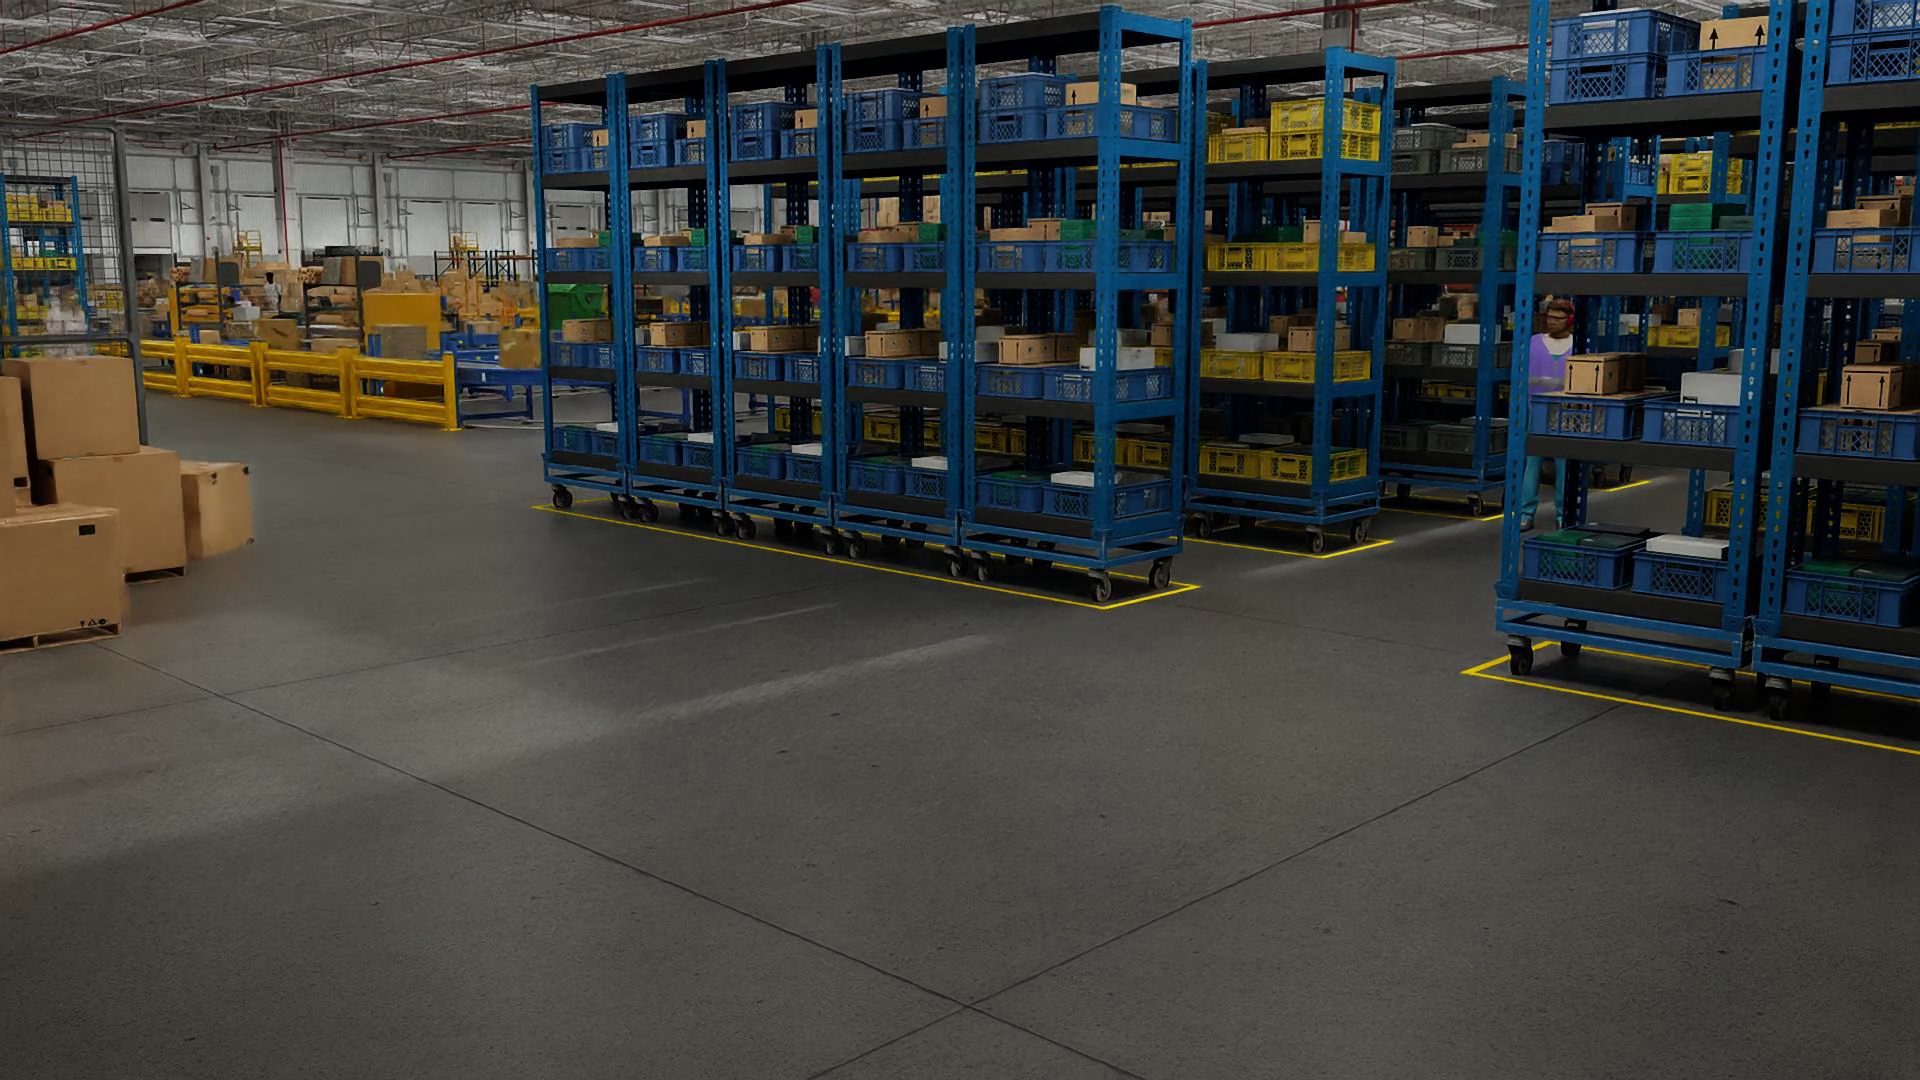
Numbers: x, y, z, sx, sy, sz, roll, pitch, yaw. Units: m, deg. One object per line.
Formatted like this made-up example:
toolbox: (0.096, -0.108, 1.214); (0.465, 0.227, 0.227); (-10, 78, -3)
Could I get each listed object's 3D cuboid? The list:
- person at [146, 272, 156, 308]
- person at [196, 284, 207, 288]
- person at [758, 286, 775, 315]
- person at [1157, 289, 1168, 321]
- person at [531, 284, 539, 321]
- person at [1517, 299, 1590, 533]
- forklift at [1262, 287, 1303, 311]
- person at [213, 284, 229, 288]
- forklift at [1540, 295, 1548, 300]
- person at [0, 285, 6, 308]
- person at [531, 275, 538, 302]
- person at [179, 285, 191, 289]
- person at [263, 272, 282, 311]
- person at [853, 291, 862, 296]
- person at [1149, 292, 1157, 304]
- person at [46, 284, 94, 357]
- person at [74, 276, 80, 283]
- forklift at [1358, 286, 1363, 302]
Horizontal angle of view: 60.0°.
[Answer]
person: (-39.464, -12.108, 81.168); (0.465, 1.910, 0.606); (-1, 9, -8)
person: (-36.974, -12.074, 80.993); (0.573, 1.888, 0.962); (0, 9, 0)
person: (-5.719, -6.776, 49.389); (0.566, 1.595, 0.582); (2, 9, 10)
person: (4.557, -4.695, 36.205); (0.526, 1.746, 0.547); (6, 11, 31)
person: (-15.339, -8.814, 60.973); (0.550, 1.913, 0.866); (7, 11, 35)
person: (4.657, -0.963, 13.038); (0.563, 1.838, 0.389); (4, 10, 22)
forklift: (10.769, -8.203, 54.240); (1.129, 2.768, 1.873); (8, 12, 42)
person: (-26.509, -8.634, 59.766); (0.552, 1.936, 0.358); (-3, 10, -17)
forklift: (15.759, -6.783, 45.534); (1.873, 2.768, 1.129); (9, 13, 43)
person: (-34.950, -8.669, 60.411); (0.519, 1.826, 0.989); (-5, 11, -29)
person: (-17.144, -9.847, 67.532); (0.557, 1.825, 0.932); (-2, 10, -14)
person: (-26.702, -8.207, 57.319); (0.588, 1.883, 0.969); (6, 11, 31)
person: (-22.090, -7.606, 53.402); (0.664, 1.962, 0.402); (2, 9, 12)
person: (-4.134, -9.856, 68.049); (0.545, 1.684, 0.326); (-5, 10, -26)
person: (5.724, -6.858, 49.609); (0.321, 1.697, 0.529); (-1, 9, -7)
person: (-11.785, -2.443, 22.016); (0.949, 1.873, 0.646); (1, 9, 9)
person: (-45.093, -12.830, 85.314); (0.383, 1.996, 0.609); (5, 10, 26)
forklift: (11.100, -7.017, 46.970); (1.873, 2.768, 1.129); (9, 13, 43)
